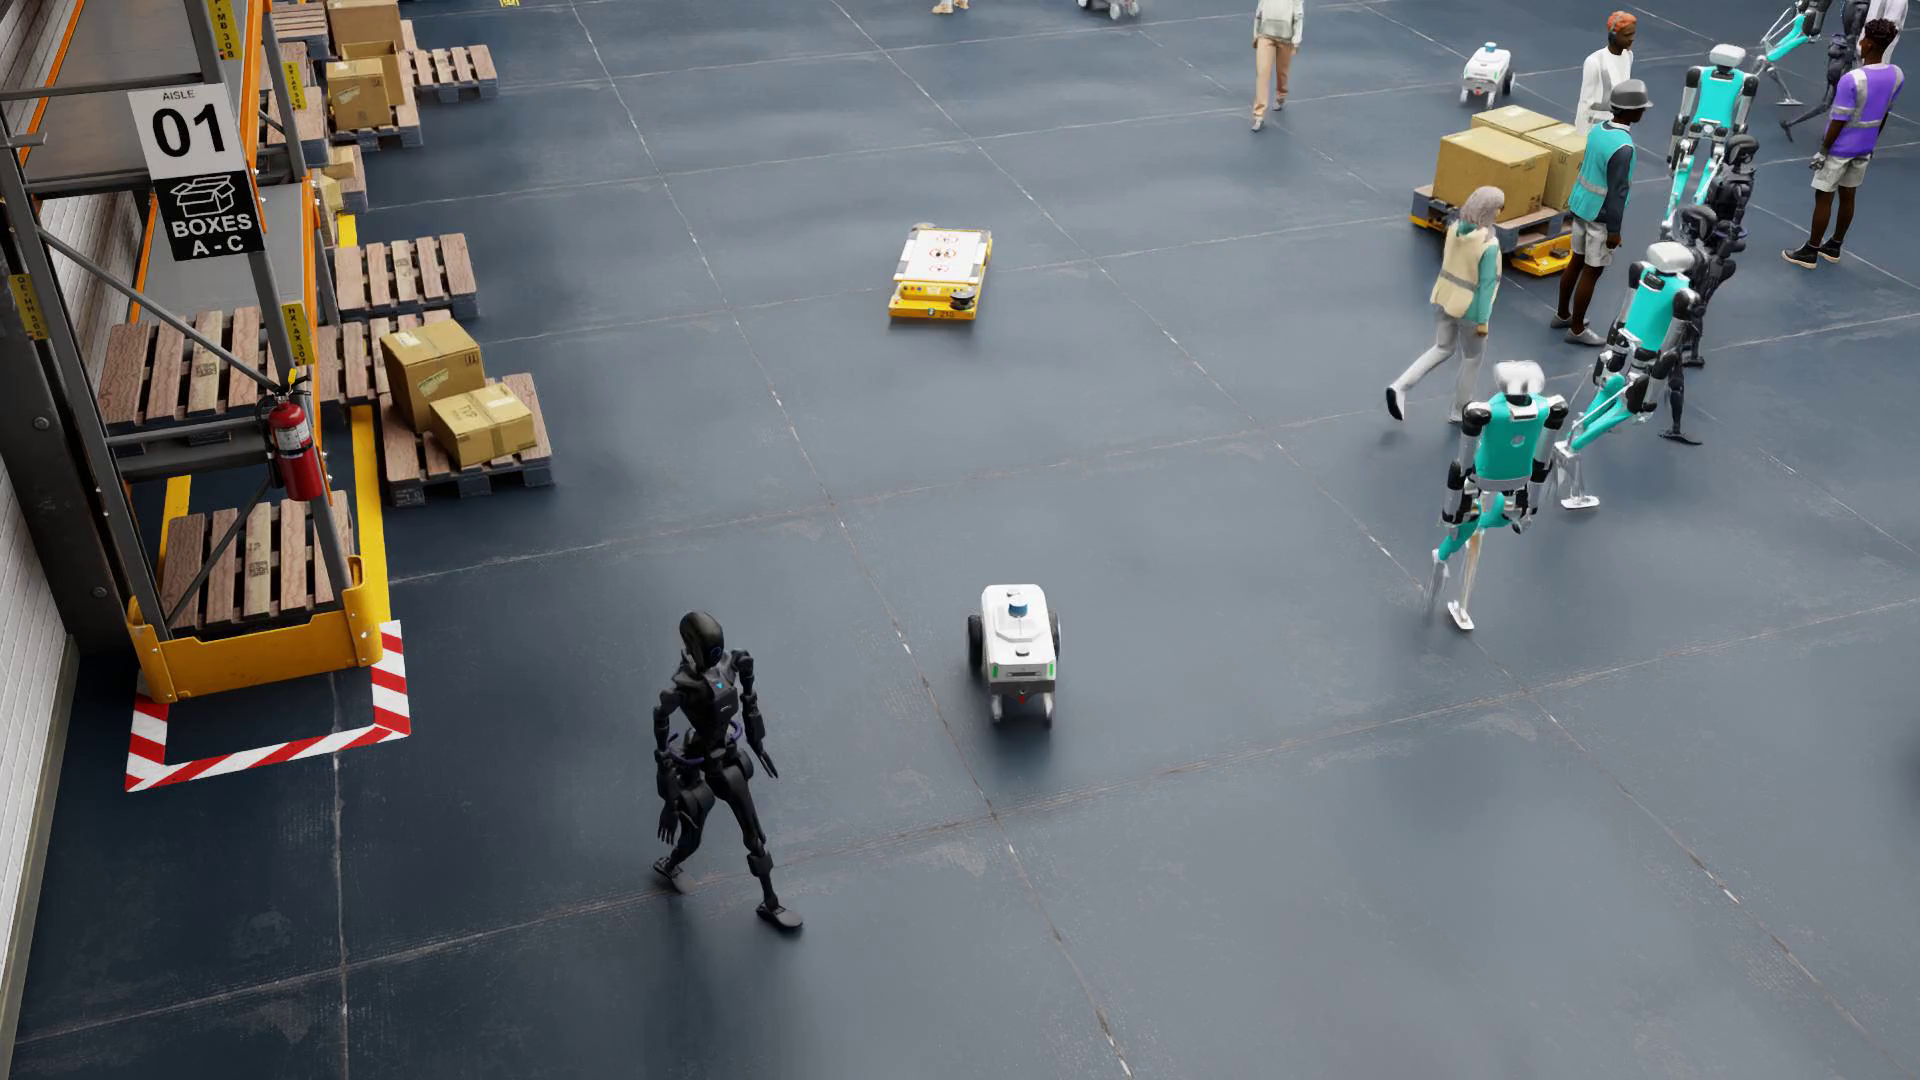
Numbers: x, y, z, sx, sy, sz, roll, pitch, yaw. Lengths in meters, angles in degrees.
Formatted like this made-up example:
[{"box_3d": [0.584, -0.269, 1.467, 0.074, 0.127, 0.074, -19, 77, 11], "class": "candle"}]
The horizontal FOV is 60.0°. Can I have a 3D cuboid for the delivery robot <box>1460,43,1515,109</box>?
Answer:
[{"box_3d": [5.338, -4.730, 16.868, 0.499, 0.613, 0.807, 15, 36, 21], "class": "delivery robot"}]

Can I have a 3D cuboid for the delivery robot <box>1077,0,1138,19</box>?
[{"box_3d": [1.758, -6.469, 19.511, 0.499, 0.586, 0.773, -19, 38, -26], "class": "delivery robot"}]

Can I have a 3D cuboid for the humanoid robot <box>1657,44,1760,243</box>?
[{"box_3d": [5.726, -2.859, 12.954, 0.530, 1.842, 0.758, 19, 38, 26], "class": "humanoid robot"}]

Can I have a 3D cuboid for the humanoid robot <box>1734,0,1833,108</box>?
[{"box_3d": [8.066, -5.085, 16.359, 0.901, 1.813, 0.537, 3, 33, 5], "class": "humanoid robot"}]

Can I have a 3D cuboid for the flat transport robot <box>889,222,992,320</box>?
[{"box_3d": [-0.137, -2.128, 13.122, 0.659, 0.231, 1.431, 4, 33, 5], "class": "flat transport robot"}]

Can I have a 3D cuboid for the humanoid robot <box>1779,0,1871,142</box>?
[{"box_3d": [8.197, -4.519, 15.518, 0.616, 1.638, 0.585, 13, 35, 19], "class": "humanoid robot"}]

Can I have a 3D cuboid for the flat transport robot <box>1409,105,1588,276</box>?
[{"box_3d": [4.490, -2.571, 13.801, 0.659, 0.231, 1.431, -20, 38, -27], "class": "flat transport robot"}]

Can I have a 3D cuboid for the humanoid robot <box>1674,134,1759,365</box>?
[{"box_3d": [5.295, -2.058, 11.715, 0.350, 1.650, 0.588, 0, 33, 0], "class": "humanoid robot"}]

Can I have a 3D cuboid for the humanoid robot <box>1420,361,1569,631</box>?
[{"box_3d": [2.765, -0.205, 8.926, 0.544, 1.876, 0.763, -4, 33, -5], "class": "humanoid robot"}]

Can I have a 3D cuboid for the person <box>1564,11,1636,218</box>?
[{"box_3d": [5.169, -3.323, 13.478, 0.573, 1.883, 0.354, -24, 40, -32], "class": "person"}]

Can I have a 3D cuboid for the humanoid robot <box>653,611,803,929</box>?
[{"box_3d": [-1.066, 0.977, 7.111, 0.778, 1.628, 0.613, 25, 41, 33], "class": "humanoid robot"}]

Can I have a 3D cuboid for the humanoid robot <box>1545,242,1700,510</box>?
[{"box_3d": [3.813, -0.842, 9.895, 0.743, 1.878, 0.538, -9, 34, -14], "class": "humanoid robot"}]

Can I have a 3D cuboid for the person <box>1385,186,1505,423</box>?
[{"box_3d": [3.226, -1.501, 10.863, 0.676, 1.684, 0.475, -13, 35, -19], "class": "person"}]

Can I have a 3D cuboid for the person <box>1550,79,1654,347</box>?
[{"box_3d": [4.575, -2.343, 11.923, 0.414, 1.938, 0.566, -2, 33, -3], "class": "person"}]

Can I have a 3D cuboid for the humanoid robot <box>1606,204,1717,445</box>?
[{"box_3d": [4.575, -1.391, 10.740, 0.717, 1.630, 0.586, 21, 39, 29], "class": "humanoid robot"}]

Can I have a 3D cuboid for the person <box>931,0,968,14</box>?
[{"box_3d": [-0.090, -7.041, 19.213, 0.658, 1.849, 0.518, -22, 39, -30], "class": "person"}]

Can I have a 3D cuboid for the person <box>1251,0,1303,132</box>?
[{"box_3d": [3.078, -4.861, 16.070, 0.475, 1.634, 0.868, 10, 34, 15], "class": "person"}]

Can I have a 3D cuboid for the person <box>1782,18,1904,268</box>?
[{"box_3d": [6.968, -3.102, 13.063, 0.612, 1.964, 0.361, -13, 35, -19], "class": "person"}]

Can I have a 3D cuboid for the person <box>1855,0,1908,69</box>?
[{"box_3d": [8.396, -4.458, 15.182, 0.386, 1.928, 0.548, 6, 34, 10], "class": "person"}]

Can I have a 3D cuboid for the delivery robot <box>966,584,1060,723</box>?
[{"box_3d": [0.299, 0.552, 8.756, 0.499, 0.602, 0.795, -2, 33, -3], "class": "delivery robot"}]
